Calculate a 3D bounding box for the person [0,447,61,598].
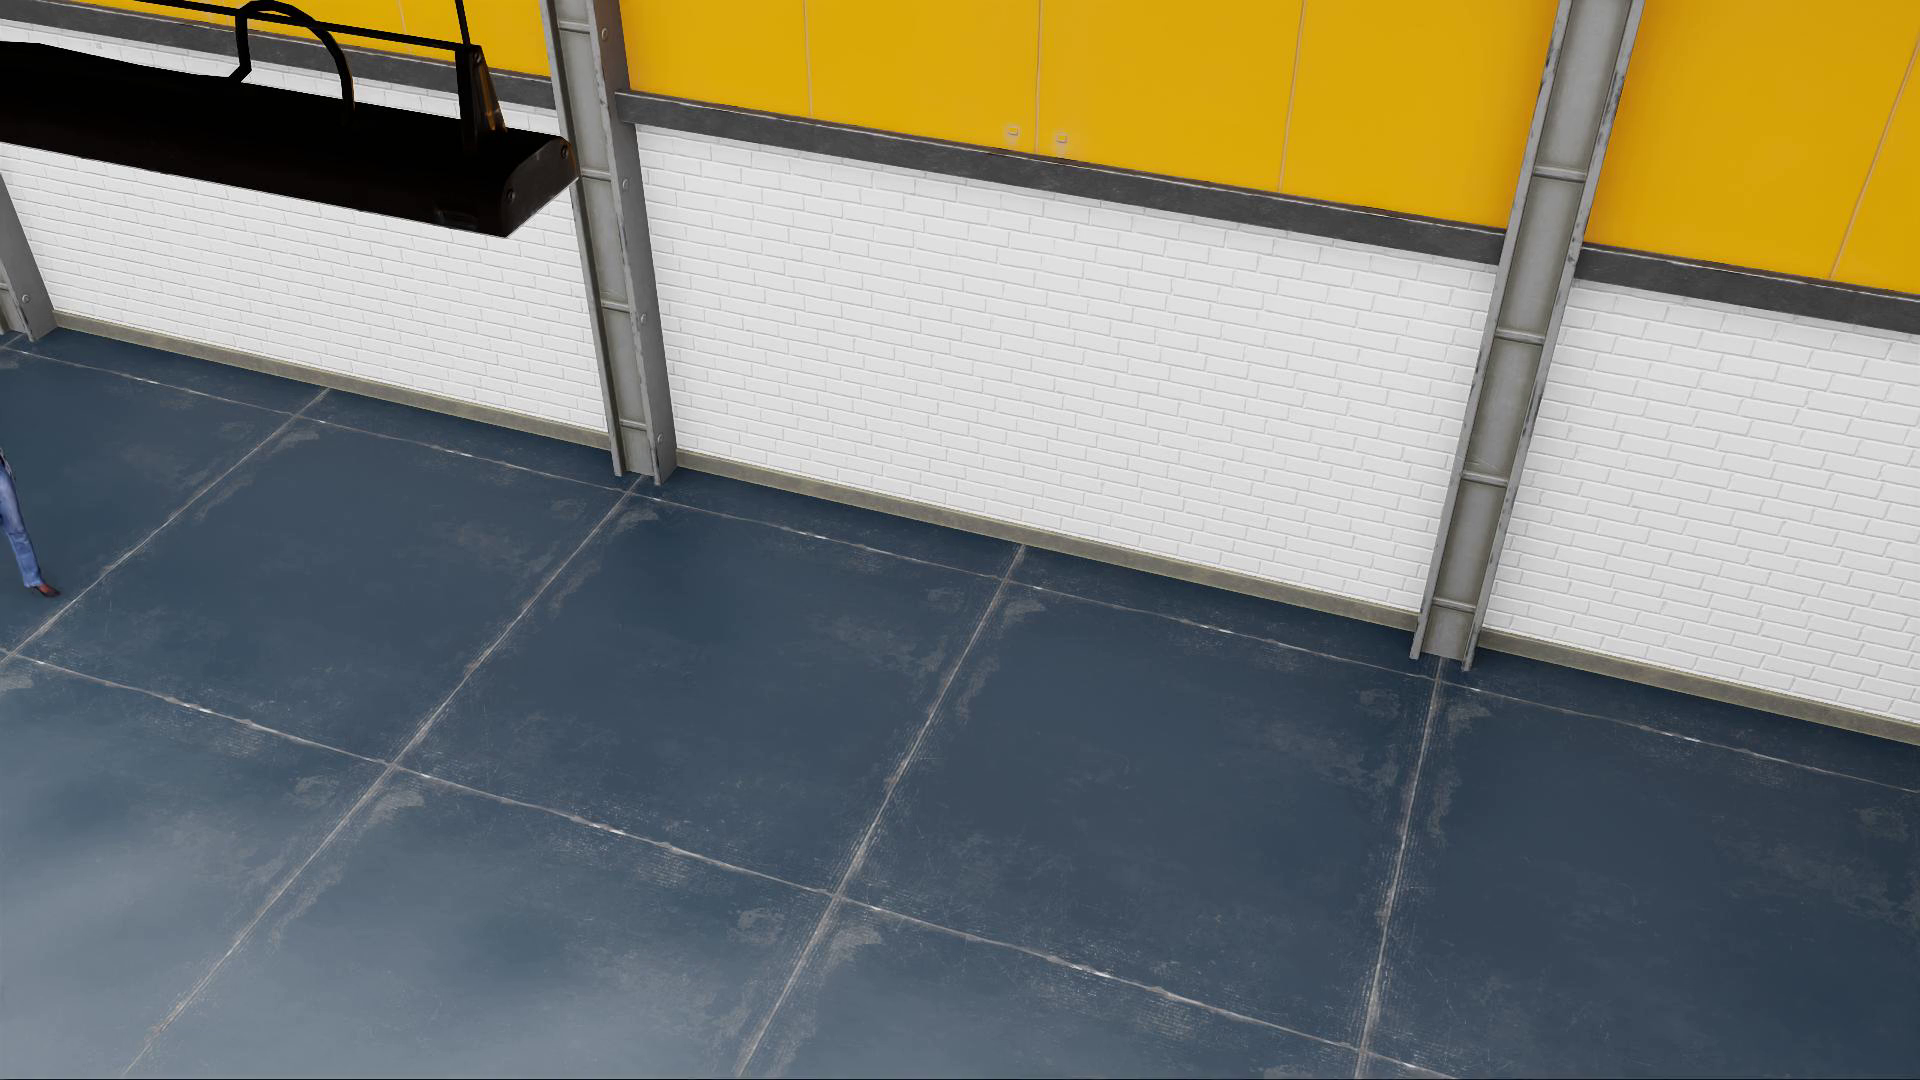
[{"bbox_3d":[-6.581,-0.343,11.078,0.941,1.775,0.683,16,41,19],"label":"person"}]
